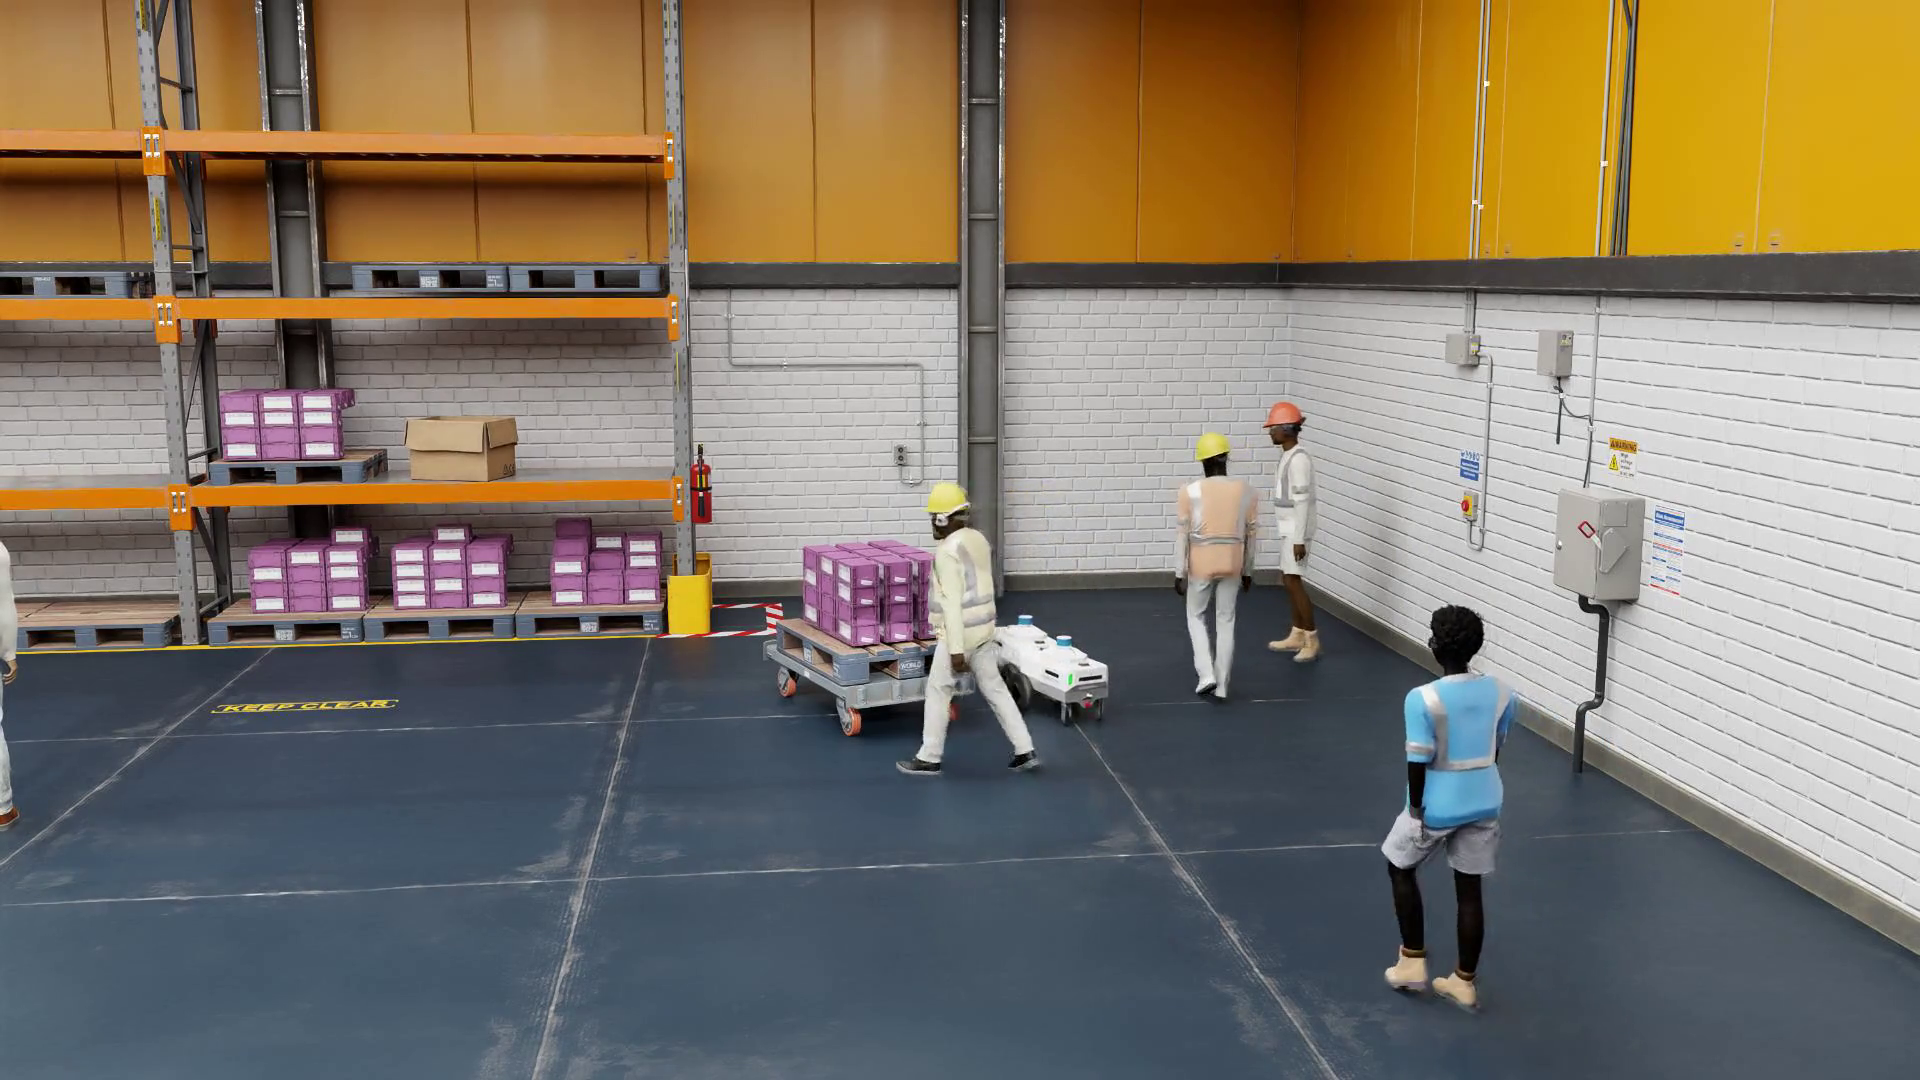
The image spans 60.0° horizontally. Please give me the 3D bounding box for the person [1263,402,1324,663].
[{"bbox_3d":[2.627,-0.070,13.136,0.499,2.035,0.628,0,9,2],"label":"person"}]

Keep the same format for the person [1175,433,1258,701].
[{"bbox_3d":[1.811,0.194,11.789,0.601,1.908,0.425,0,9,-2],"label":"person"}]

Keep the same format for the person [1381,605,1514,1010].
[{"bbox_3d":[2.017,1.095,6.918,0.540,1.681,0.508,-3,9,-16],"label":"person"}]

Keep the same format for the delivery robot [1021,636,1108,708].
[{"bbox_3d":[0.709,0.898,11.348,0.477,0.478,0.707,-5,10,-27],"label":"delivery robot"}]

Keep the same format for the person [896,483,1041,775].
[{"bbox_3d":[0.078,0.552,9.994,0.829,1.790,0.620,4,10,23],"label":"person"}]

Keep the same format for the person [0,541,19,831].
[{"bbox_3d":[-5.404,0.643,8.931,0.631,1.939,0.372,-6,11,-31],"label":"person"}]

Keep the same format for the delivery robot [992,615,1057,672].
[{"bbox_3d":[0.473,0.788,12.032,0.477,0.478,0.707,-3,10,-20],"label":"delivery robot"}]
